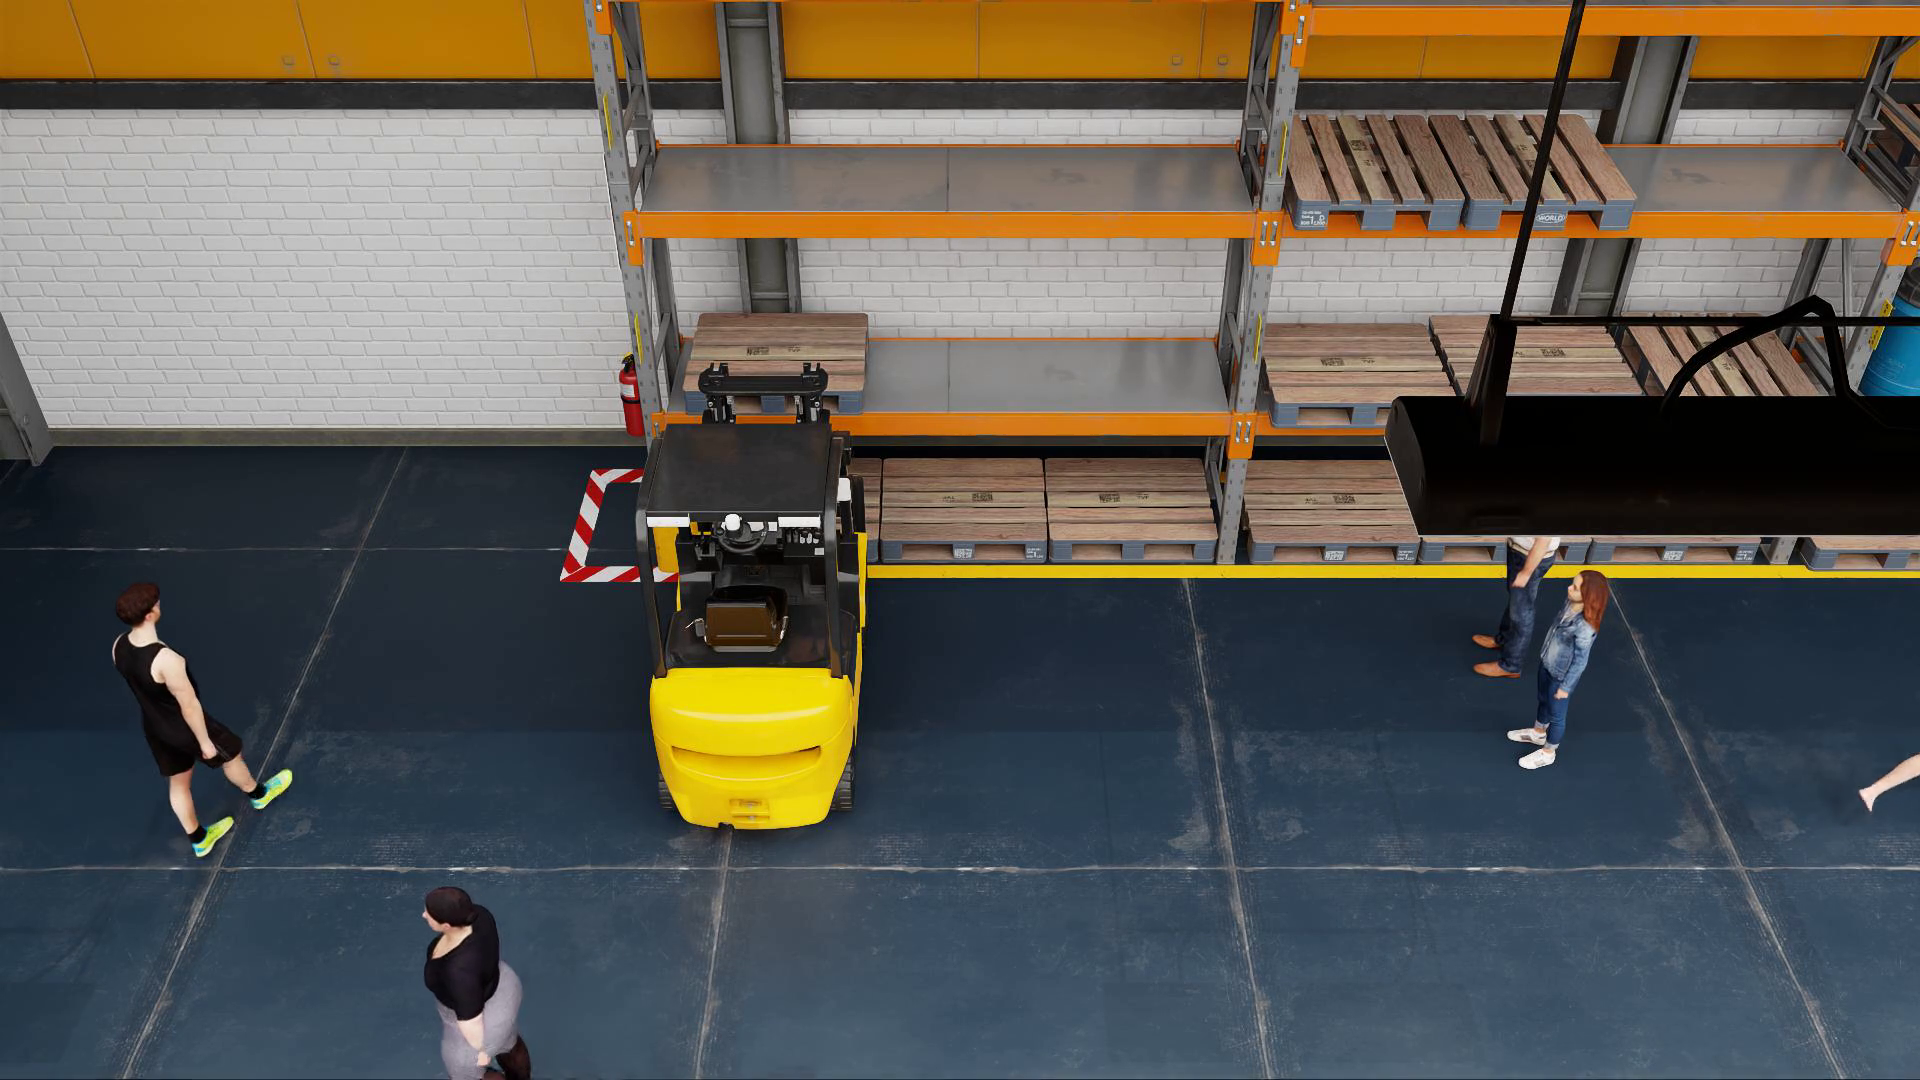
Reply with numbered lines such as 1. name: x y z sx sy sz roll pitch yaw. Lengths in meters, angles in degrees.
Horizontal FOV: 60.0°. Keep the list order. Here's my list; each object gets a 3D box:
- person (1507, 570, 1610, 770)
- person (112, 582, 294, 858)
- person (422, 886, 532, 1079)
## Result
1. person: 3.656 0.768 10.092 0.492 1.477 0.562 -1 39 -1
2. person: -4.470 1.085 9.380 1.016 1.870 1.002 15 41 18
3. person: -2.198 2.273 7.989 0.620 1.749 0.668 -1 39 -1
